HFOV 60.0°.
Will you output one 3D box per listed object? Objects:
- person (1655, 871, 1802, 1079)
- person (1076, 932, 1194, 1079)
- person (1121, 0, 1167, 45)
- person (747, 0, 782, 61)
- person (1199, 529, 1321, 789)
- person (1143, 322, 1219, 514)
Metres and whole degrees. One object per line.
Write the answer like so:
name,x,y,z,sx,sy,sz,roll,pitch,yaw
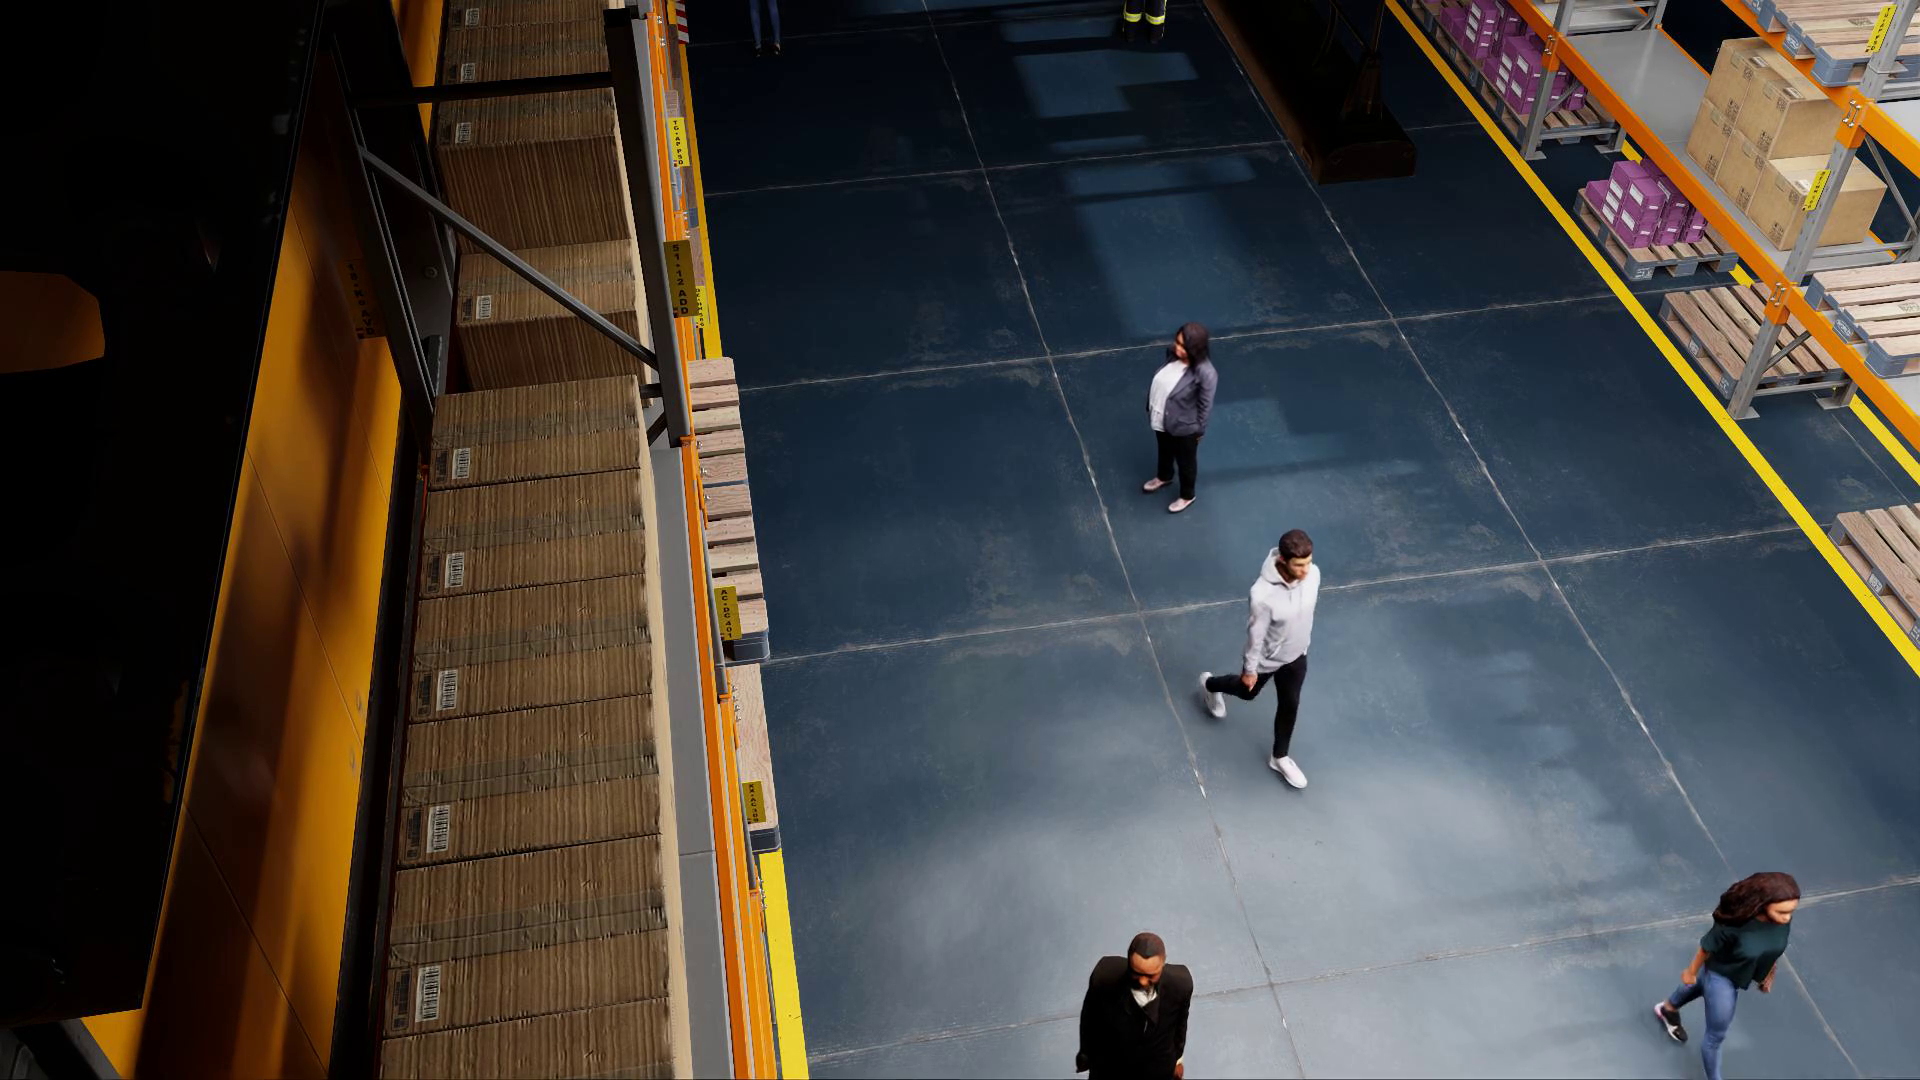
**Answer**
person,4.004,2.193,8.762,0.669,1.589,1.008,-12,45,-12
person,0.856,2.507,8.203,0.753,1.904,0.697,3,44,3
person,1.951,-6.131,17.215,0.853,1.982,0.784,6,44,7
person,-2.056,-5.789,16.991,0.582,1.795,0.496,-7,44,-8
person,1.859,0.622,10.187,1.000,1.898,1.316,-23,48,-22
person,1.596,-0.910,12.016,0.824,1.593,0.720,-23,48,-22
